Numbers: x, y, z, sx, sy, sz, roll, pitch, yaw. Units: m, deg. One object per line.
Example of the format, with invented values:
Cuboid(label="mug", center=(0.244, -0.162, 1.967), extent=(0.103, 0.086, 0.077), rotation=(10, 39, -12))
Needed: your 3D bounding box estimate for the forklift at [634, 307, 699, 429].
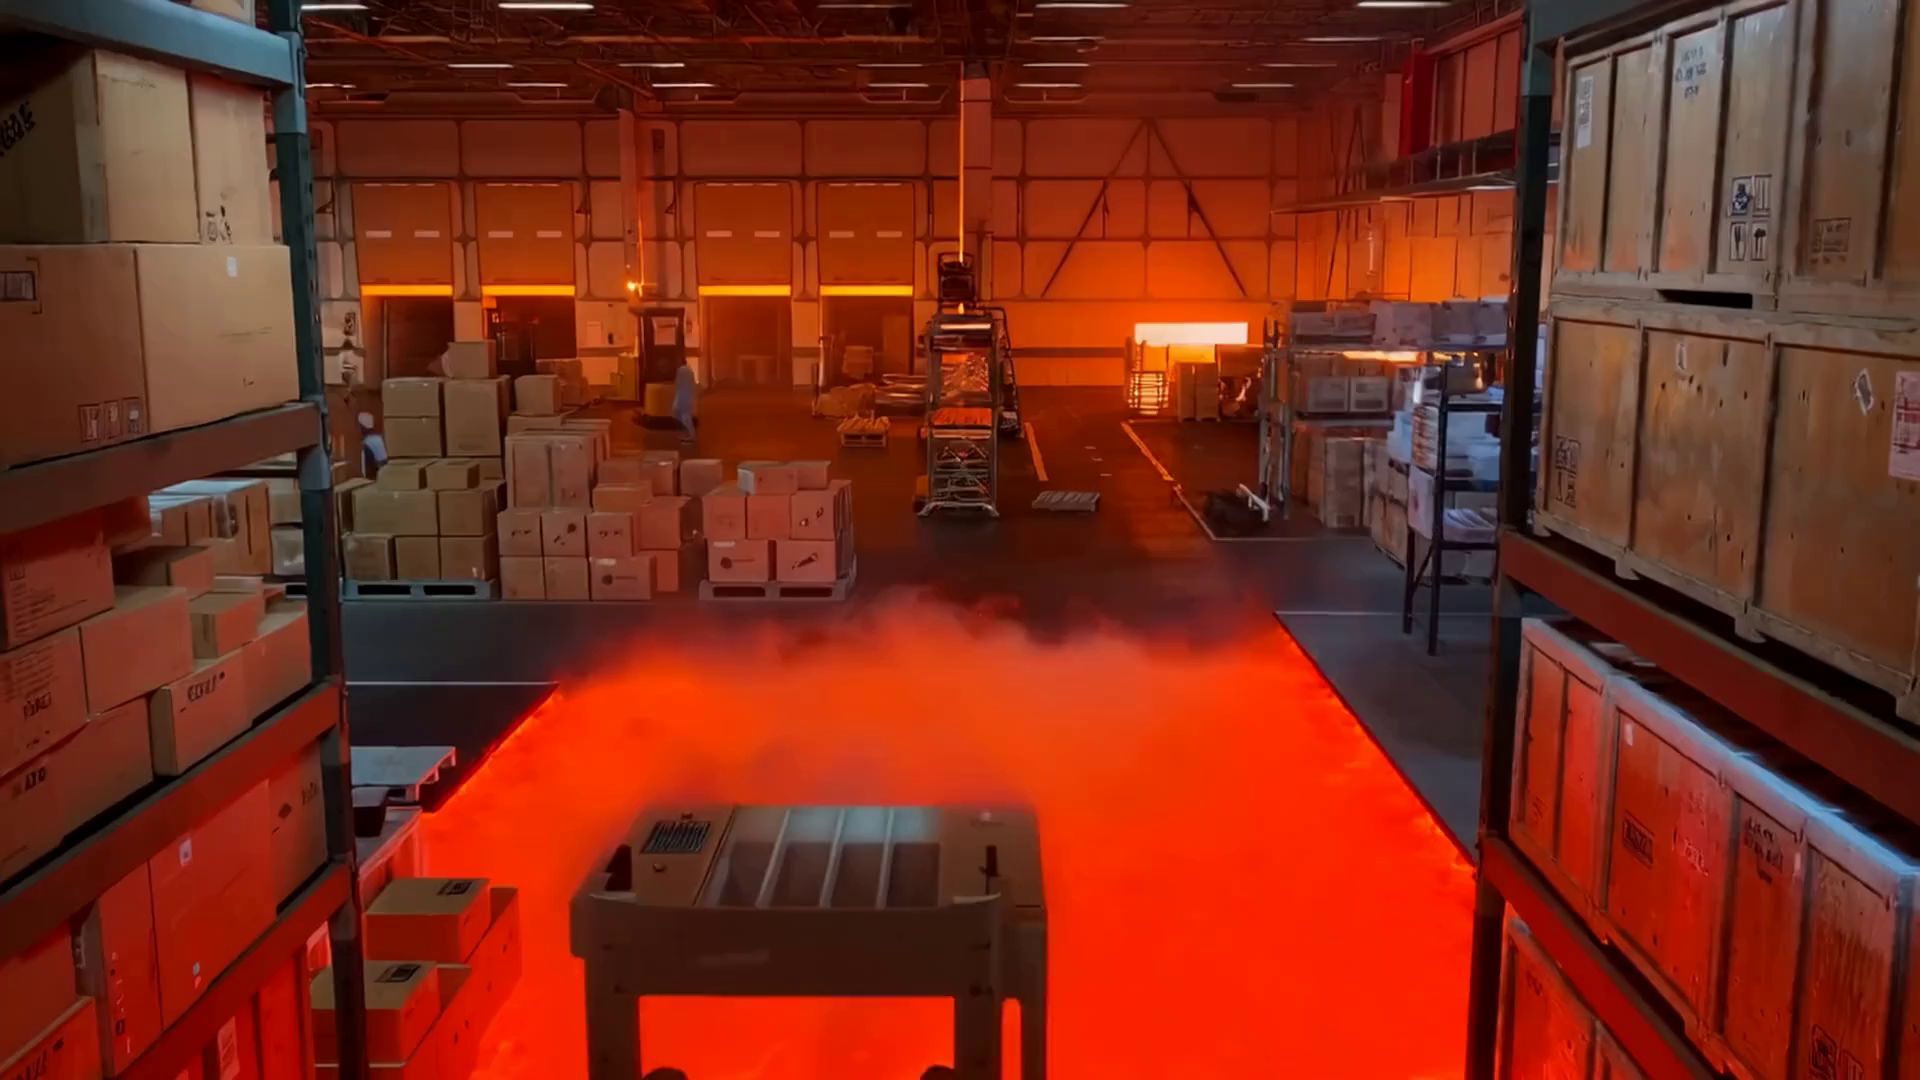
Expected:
Cuboid(label="forklift", center=(-6.959, -4.092, 39.311), extent=(1.129, 2.768, 1.873), rotation=(-5, 11, -25))

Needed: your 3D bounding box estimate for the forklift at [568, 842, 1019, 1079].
Cuboid(label="forklift", center=(-0.340, 2.066, 3.780), extent=(1.129, 2.768, 1.873), rotation=(0, 10, 1))

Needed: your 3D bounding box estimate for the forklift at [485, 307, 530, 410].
Cuboid(label="forklift", center=(-10.754, -4.150, 39.646), extent=(1.129, 2.768, 1.873), rotation=(0, 10, 1))

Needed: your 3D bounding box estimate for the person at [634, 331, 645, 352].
Cuboid(label="person", center=(-9.035, -4.996, 47.283), extent=(0.545, 1.927, 0.392), rotation=(3, 10, 17))

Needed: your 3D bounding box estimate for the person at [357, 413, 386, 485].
Cuboid(label="person", center=(-8.249, -0.862, 23.518), extent=(0.798, 1.897, 0.597), rotation=(0, 10, -1))

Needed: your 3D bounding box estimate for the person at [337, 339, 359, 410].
Cuboid(label="person", center=(-16.076, -4.348, 43.691), extent=(0.445, 1.872, 0.576), rotation=(3, 10, 15))

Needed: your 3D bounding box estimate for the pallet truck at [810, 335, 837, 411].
Cuboid(label="pallet truck", center=(-3.021, -4.312, 43.126), extent=(1.885, 1.965, 0.823), rotation=(3, 10, 17))

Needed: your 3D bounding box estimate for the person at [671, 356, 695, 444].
Cuboid(label="person", center=(-5.985, -3.006, 35.824), extent=(0.614, 1.917, 0.649), rotation=(4, 11, 23))

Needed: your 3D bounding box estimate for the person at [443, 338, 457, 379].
Cuboid(label="person", center=(-12.976, -4.193, 42.665), extent=(0.642, 1.943, 0.512), rotation=(5, 11, 27))
